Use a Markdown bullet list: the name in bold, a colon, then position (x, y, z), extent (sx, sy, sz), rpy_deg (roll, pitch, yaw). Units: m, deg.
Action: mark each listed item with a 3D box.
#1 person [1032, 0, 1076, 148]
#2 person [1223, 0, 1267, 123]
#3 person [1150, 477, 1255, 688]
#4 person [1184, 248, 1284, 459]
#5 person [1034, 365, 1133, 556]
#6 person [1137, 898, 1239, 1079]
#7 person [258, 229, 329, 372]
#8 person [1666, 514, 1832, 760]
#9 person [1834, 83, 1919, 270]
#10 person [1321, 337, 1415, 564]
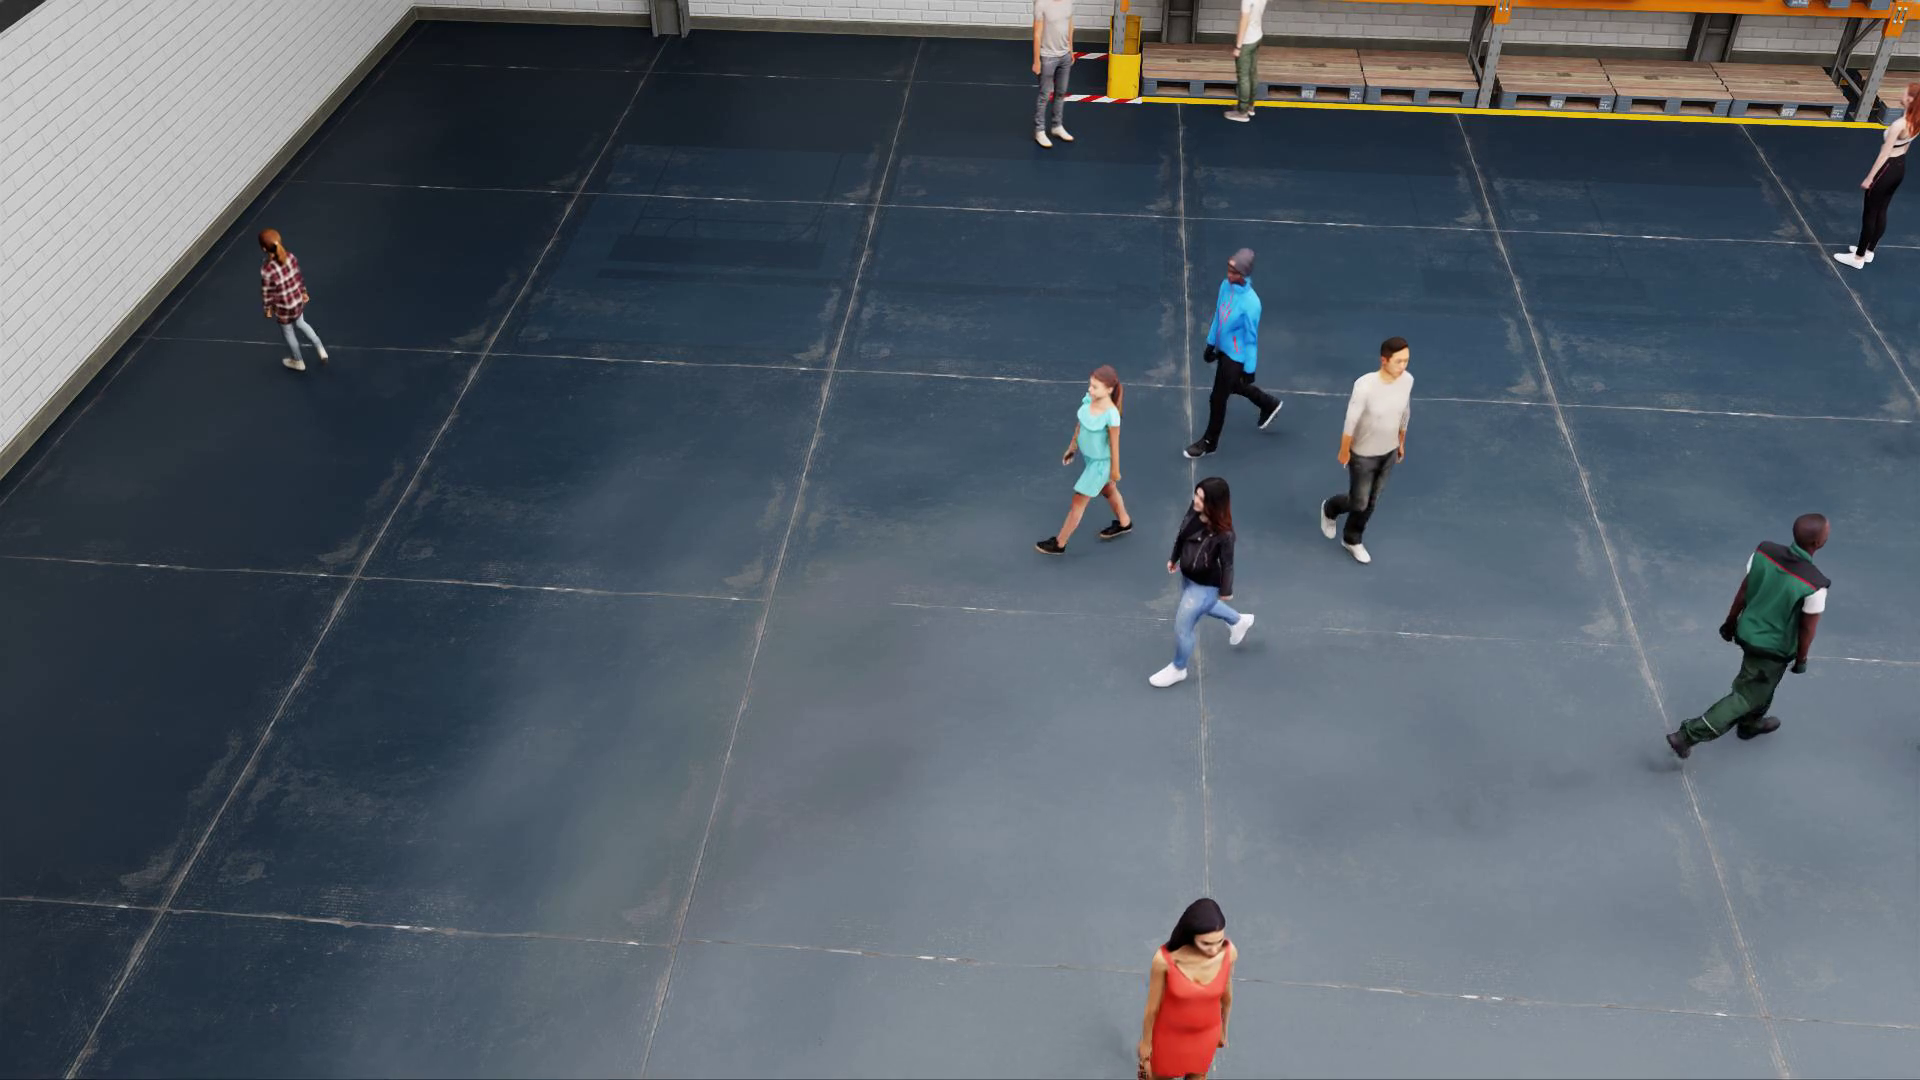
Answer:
- **person**: position (0.946, -4.958, 16.944), extent (0.735, 1.889, 0.804), rpy_deg (-25, 45, -28)
- **person**: position (3.035, -5.236, 17.482), extent (0.677, 1.653, 0.658), rpy_deg (24, 44, 27)
- **person**: position (1.605, 0.230, 10.673), extent (1.110, 1.608, 0.874), rpy_deg (-13, 40, -15)
- **person**: position (2.163, -1.425, 12.616), extent (1.204, 1.770, 0.963), rpy_deg (-13, 40, -16)
- **person**: position (1.041, -0.581, 11.764), extent (1.109, 1.514, 0.832), rpy_deg (-12, 40, -15)
- **person**: position (1.058, 2.292, 8.011), extent (0.874, 1.708, 0.817), rpy_deg (-8, 39, -10)
- **person**: position (-5.486, -1.944, 13.644), extent (0.768, 1.299, 0.676), rpy_deg (19, 42, 22)
- **person**: position (4.784, 0.637, 10.004), extent (1.257, 1.808, 0.965), rpy_deg (-11, 40, -13)
- **person**: position (8.346, -3.279, 14.963), extent (0.645, 1.740, 0.730), rpy_deg (-22, 43, -25)
- **person**: position (2.840, -0.688, 11.671), extent (0.835, 1.797, 0.886), rpy_deg (-17, 42, -20)
